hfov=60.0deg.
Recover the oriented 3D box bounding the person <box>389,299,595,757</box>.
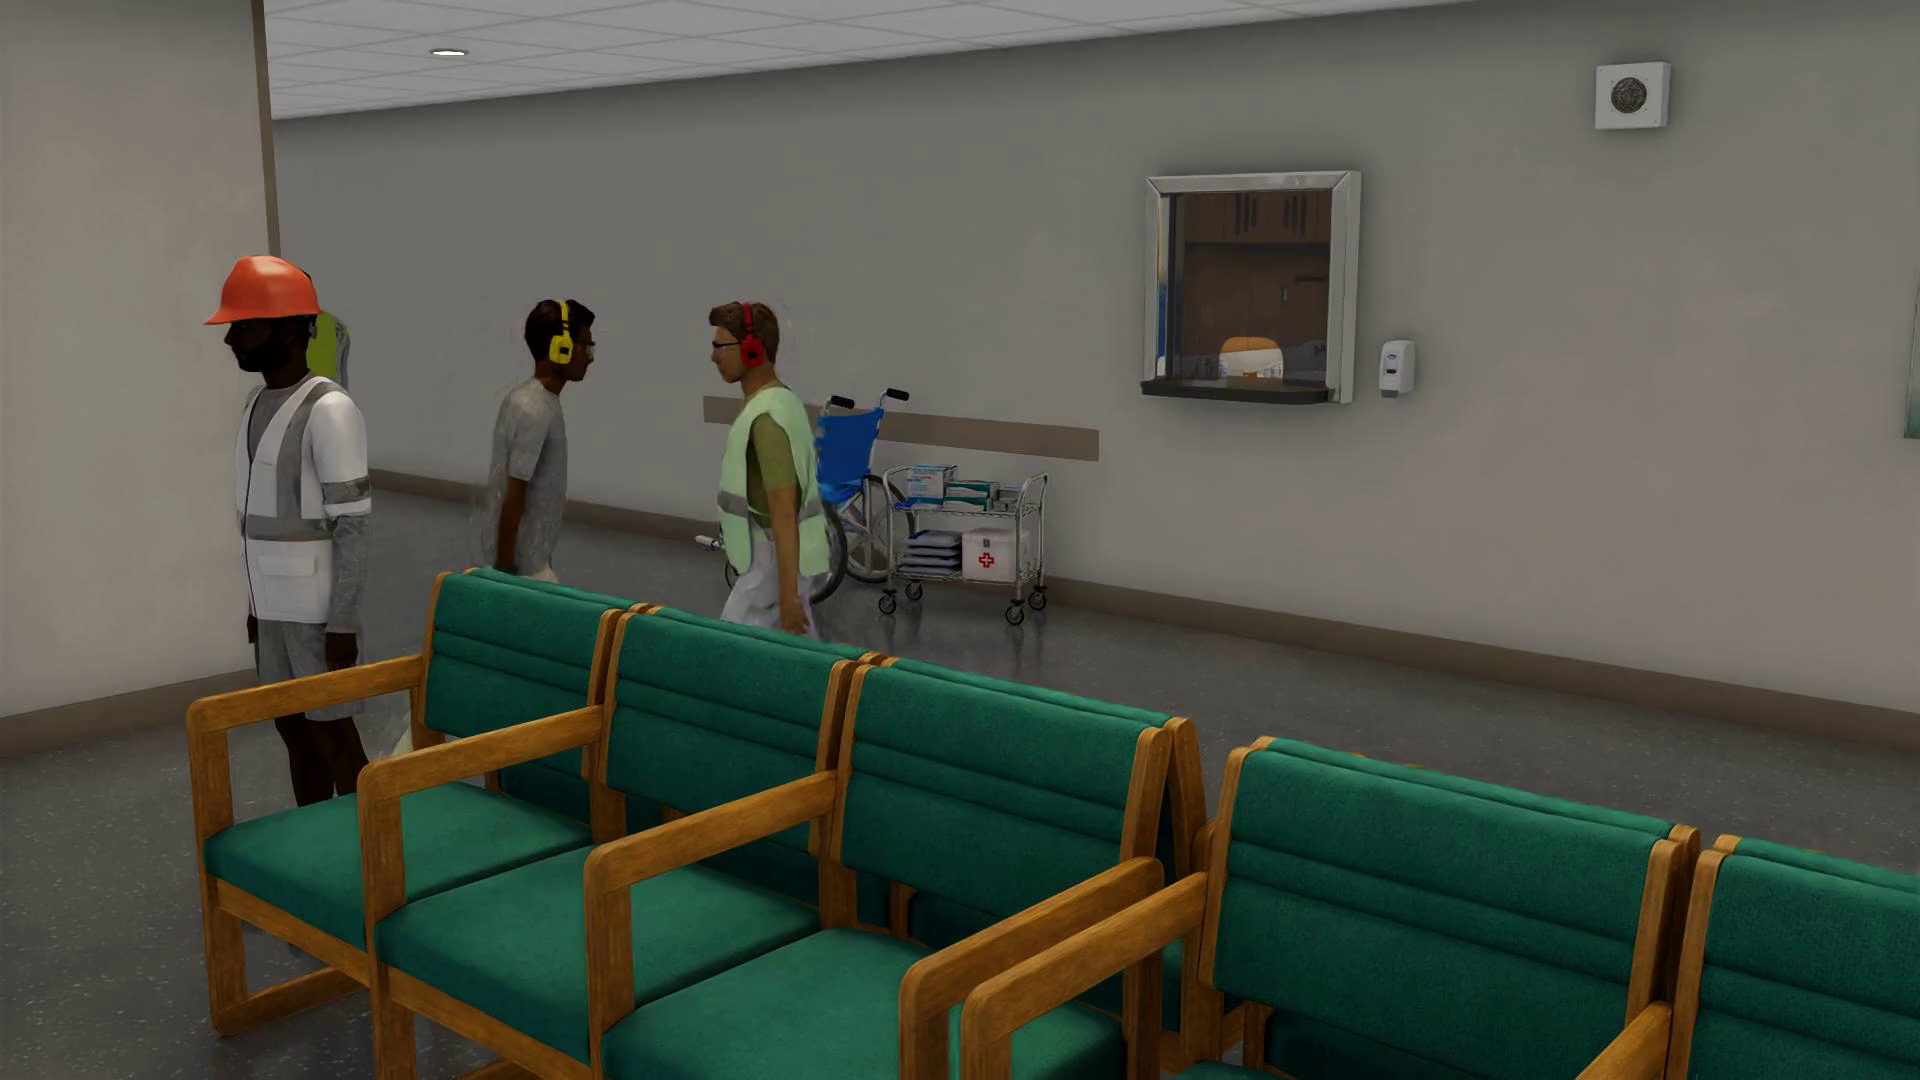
[{"bbox_3d":[-1.560,0.074,5.715,1.008,1.808,0.537,-4,11,-23],"label":"person"}]

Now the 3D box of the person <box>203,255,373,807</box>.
[{"bbox_3d":[-1.892,0.173,4.726,0.552,1.936,0.360,9,13,41],"label":"person"}]
